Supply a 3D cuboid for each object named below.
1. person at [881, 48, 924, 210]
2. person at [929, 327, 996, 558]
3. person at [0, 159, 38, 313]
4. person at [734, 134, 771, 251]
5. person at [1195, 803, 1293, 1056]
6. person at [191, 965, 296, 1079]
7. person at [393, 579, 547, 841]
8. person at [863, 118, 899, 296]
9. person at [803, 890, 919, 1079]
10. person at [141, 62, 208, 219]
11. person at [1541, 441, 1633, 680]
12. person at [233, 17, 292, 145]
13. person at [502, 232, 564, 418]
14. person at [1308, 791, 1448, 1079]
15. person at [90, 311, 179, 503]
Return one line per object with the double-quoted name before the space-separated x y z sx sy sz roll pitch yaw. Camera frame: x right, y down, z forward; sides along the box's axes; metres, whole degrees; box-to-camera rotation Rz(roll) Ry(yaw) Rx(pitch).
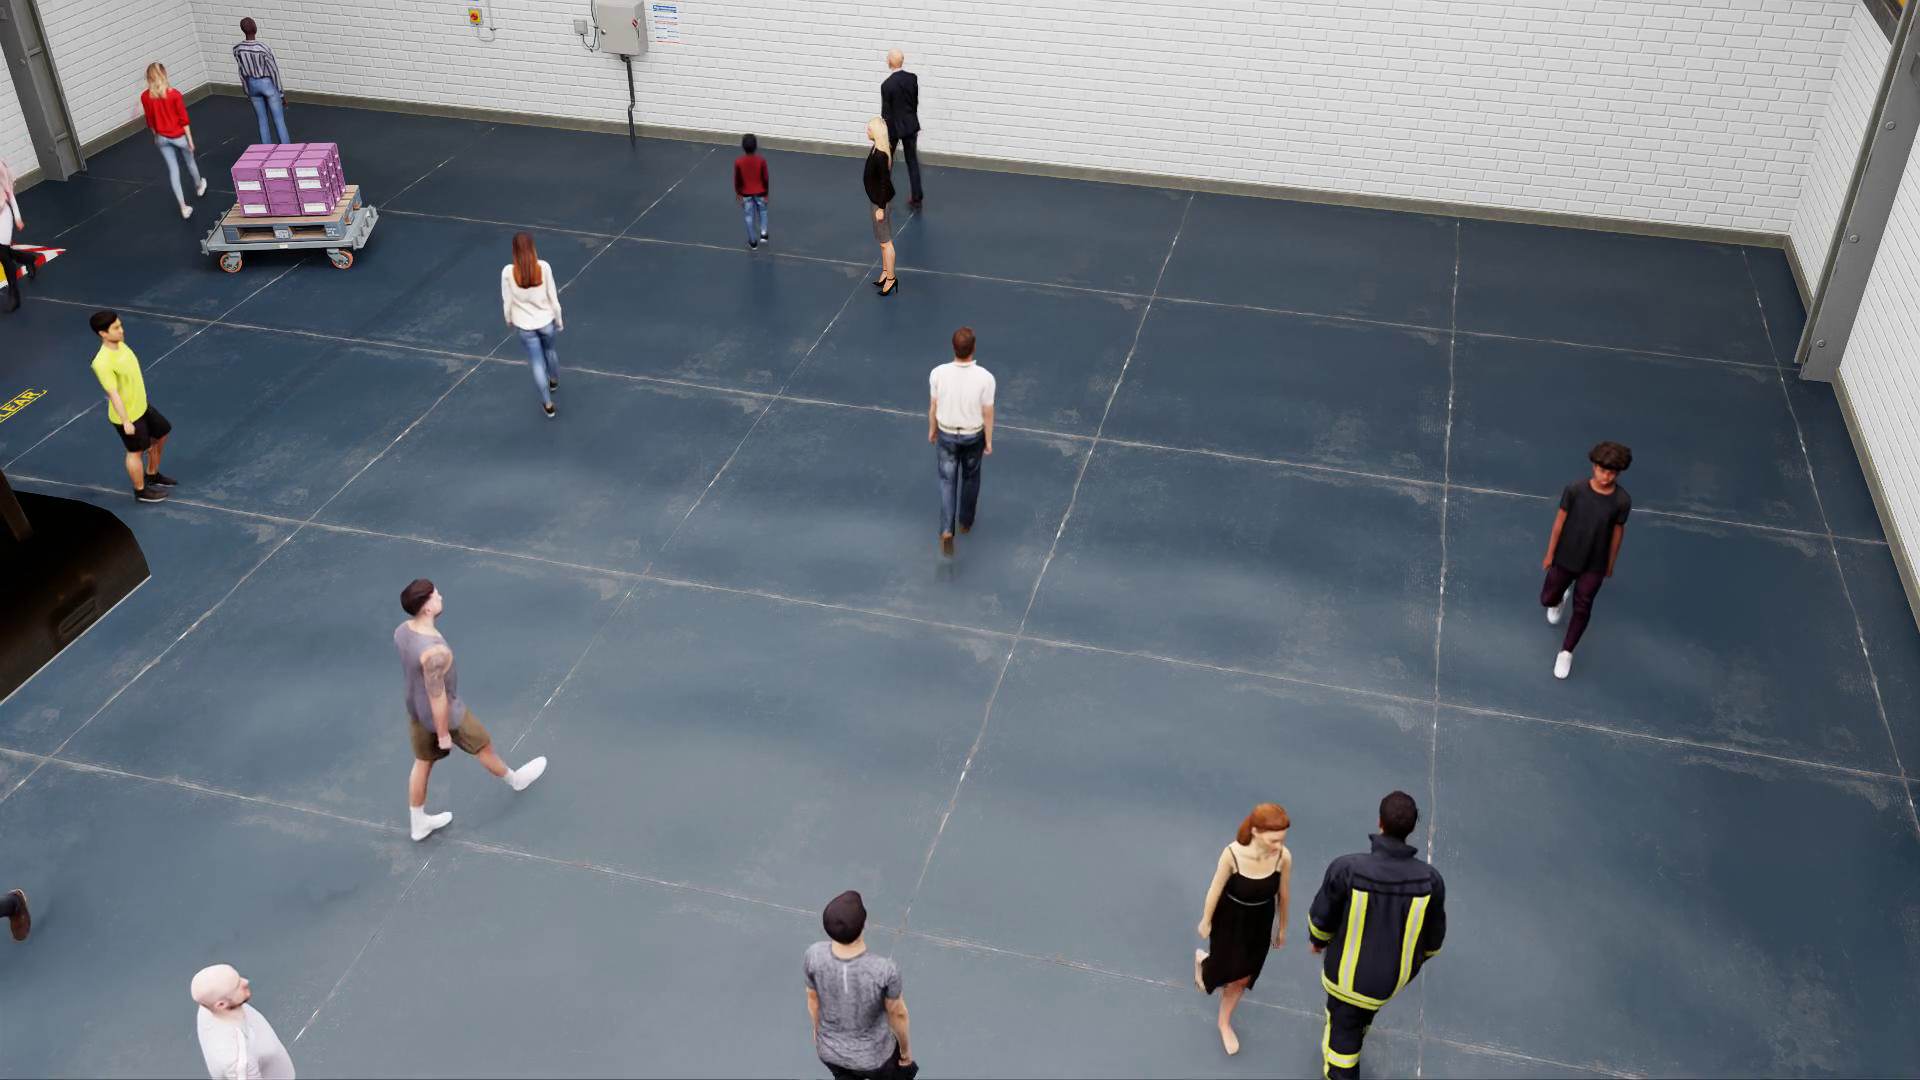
"person" -0.614 -4.563 18.593 1.148 1.756 1.217 -18 37 -25
"person" -0.019 -0.735 12.766 0.753 1.831 1.104 5 34 8
"person" -9.578 -3.225 16.556 0.807 1.783 1.139 0 34 -1
"person" -2.206 -3.697 17.751 0.604 1.246 0.649 -8 34 -12
"person" 1.489 1.980 8.889 0.777 1.602 0.905 -3 34 -4
"person" -3.244 2.630 7.703 0.800 1.832 0.752 -20 39 -27
"person" -3.255 1.080 10.102 1.011 1.797 1.249 29 43 36
"person" -0.788 -3.332 16.683 0.751 1.821 0.624 -6 34 -9
"person" -0.518 2.461 7.934 0.710 1.857 0.892 11 35 16
"person" -8.736 -4.383 18.412 0.937 1.656 1.191 -5 34 -8
"person" 4.345 0.067 11.617 0.728 1.768 1.002 14 36 20
"person" -8.196 -5.254 19.597 0.661 1.796 0.594 2 34 3
"person" -3.714 -1.857 14.604 0.935 1.664 1.069 -10 35 -14
"person" 2.085 2.108 8.448 0.907 1.878 0.944 2 34 4
"person" -6.761 -1.055 13.371 0.811 1.695 0.704 -4 34 -6
